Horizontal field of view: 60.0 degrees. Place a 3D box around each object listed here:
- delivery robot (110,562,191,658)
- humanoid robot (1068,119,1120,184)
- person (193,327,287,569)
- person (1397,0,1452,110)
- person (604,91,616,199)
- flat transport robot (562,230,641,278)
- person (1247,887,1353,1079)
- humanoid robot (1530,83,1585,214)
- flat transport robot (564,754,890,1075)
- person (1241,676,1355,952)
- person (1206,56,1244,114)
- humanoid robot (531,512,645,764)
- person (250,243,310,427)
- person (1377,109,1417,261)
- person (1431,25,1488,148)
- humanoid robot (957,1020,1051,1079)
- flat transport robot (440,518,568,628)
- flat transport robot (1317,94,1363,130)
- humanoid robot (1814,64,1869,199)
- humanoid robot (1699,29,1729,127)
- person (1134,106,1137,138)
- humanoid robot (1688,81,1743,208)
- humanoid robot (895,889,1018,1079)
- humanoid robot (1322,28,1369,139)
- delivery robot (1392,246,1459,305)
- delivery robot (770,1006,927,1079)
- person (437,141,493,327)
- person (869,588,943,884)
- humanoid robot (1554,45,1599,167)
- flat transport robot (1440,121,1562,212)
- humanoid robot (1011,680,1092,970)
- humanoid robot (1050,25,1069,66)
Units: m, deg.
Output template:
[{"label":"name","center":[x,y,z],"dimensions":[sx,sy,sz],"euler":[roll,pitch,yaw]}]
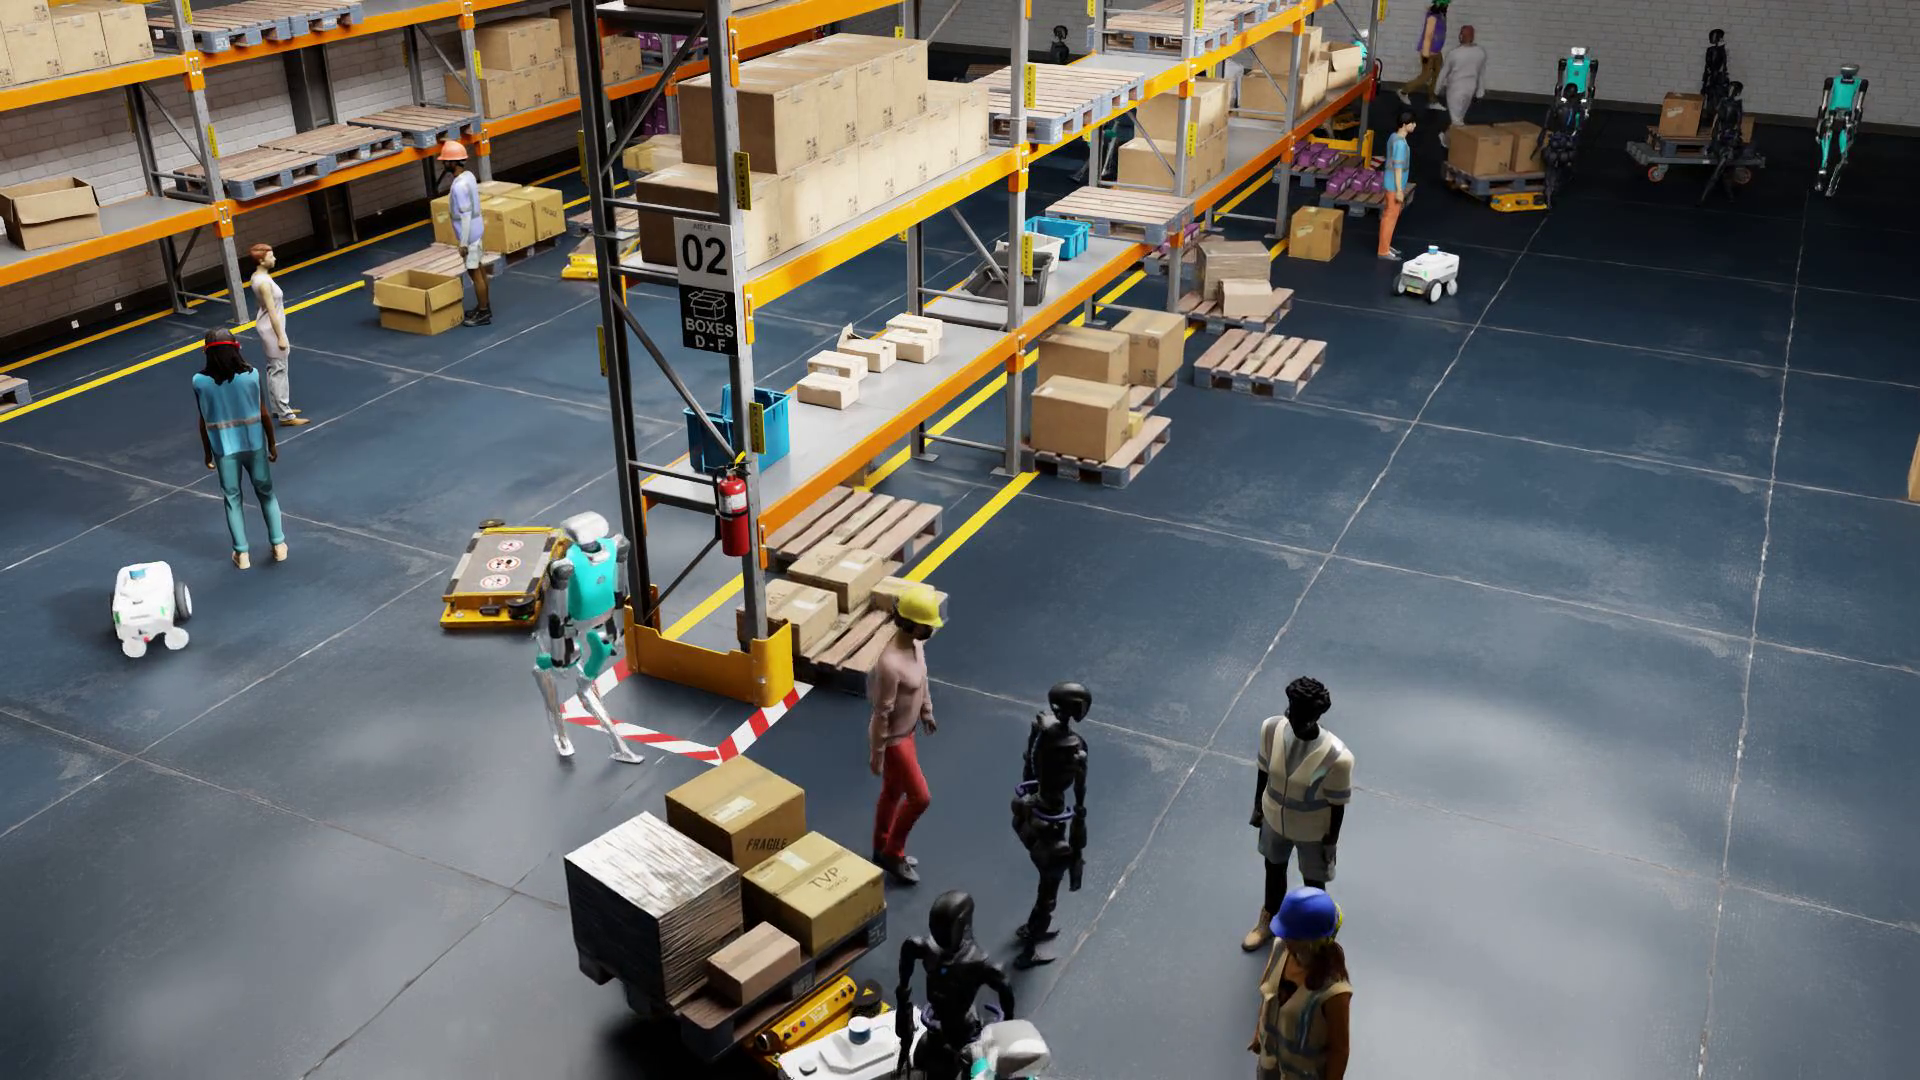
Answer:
[{"label":"delivery robot","center":[-5.657,0.436,11.549],"dimensions":[0.501,0.572,0.743],"euler":[-10,28,-18]},{"label":"humanoid robot","center":[1.852,-5.691,22.636],"dimensions":[0.564,1.734,1.055],"euler":[21,33,36]},{"label":"person","center":[-5.351,-0.675,12.355],"dimensions":[0.508,1.862,0.394],"euler":[-14,29,-25]},{"label":"person","center":[7.603,-7.952,27.007],"dimensions":[0.741,1.900,0.580],"euler":[16,31,29]},{"label":"person","center":[-4.599,-5.110,21.317],"dimensions":[0.379,1.848,0.568],"euler":[-5,27,-9]},{"label":"flat transport robot","center":[-4.167,-3.376,19.597],"dimensions":[0.659,0.231,1.431],"euler":[2,26,5]},{"label":"person","center":[1.351,2.138,6.757],"dimensions":[0.320,1.776,0.478],"euler":[-14,29,-25]},{"label":"humanoid robot","center":[7.689,-5.066,21.456],"dimensions":[0.595,1.642,0.615],"euler":[-3,27,-7]},{"label":"flat transport robot","center":[-1.091,2.186,8.361],"dimensions":[1.431,0.231,0.659],"euler":[21,33,36]},{"label":"person","center":[1.686,1.413,8.323],"dimensions":[0.534,1.692,0.320],"euler":[23,34,38]},{"label":"person","center":[3.804,-6.355,23.997],"dimensions":[0.558,1.709,0.811],"euler":[1,26,1]},{"label":"humanoid robot","center":[-2.340,0.574,9.979],"dimensions":[0.866,1.754,0.541],"euler":[21,33,36]},{"label":"person","center":[-6.158,-1.845,14.933],"dimensions":[0.269,1.659,0.461],"euler":[-15,30,-28]},{"label":"person","center":[5.118,-4.159,19.502],"dimensions":[0.335,1.759,0.495],"euler":[3,27,7]},{"label":"person","center":[7.207,-6.511,24.140],"dimensions":[0.655,1.844,1.029],"euler":[-8,27,-15]},{"label":"humanoid robot","center":[0.354,2.505,6.149],"dimensions":[0.705,1.873,0.560],"euler":[-13,29,-25]},{"label":"flat transport robot","center":[-3.354,0.235,12.304],"dimensions":[0.659,0.231,1.431],"euler":[-1,26,-2]},{"label":"flat transport robot","center":[5.590,-6.718,26.348],"dimensions":[1.431,0.231,0.659],"euler":[21,33,36]},{"label":"humanoid robot","center":[11.578,-5.327,21.938],"dimensions":[0.537,1.770,1.034],"euler":[9,28,18]},{"label":"humanoid robot","center":[11.390,-6.833,25.001],"dimensions":[0.463,1.629,0.623],"euler":[-2,26,-4]},{"label":"person","center":[2.717,-6.556,24.262],"dimensions":[0.365,1.831,0.514],"euler":[0,26,1]},{"label":"humanoid robot","center":[9.940,-5.144,21.627],"dimensions":[0.780,1.621,0.601],"euler":[-2,26,-5]},{"label":"humanoid robot","center":[-0.006,2.133,6.879],"dimensions":[0.590,1.650,0.335],"euler":[12,29,23]},{"label":"humanoid robot","center":[5.582,-6.635,24.578],"dimensions":[0.786,1.824,0.534],"euler":[14,30,27]},{"label":"delivery robot","center":[5.196,-2.957,18.413],"dimensions":[0.752,0.580,0.514],"euler":[-23,35,-39]},{"label":"delivery robot","center":[-0.460,2.427,7.549],"dimensions":[0.789,0.590,0.499],"euler":[-14,30,-27]},{"label":"person","center":[-5.152,-3.190,17.341],"dimensions":[0.365,1.939,0.542],"euler":[-3,26,-5]},{"label":"person","center":[-0.292,1.051,8.994],"dimensions":[0.472,1.740,0.561],"euler":[7,27,13]},{"label":"humanoid robot","center":[8.652,-6.115,23.466],"dimensions":[0.540,1.762,0.757],"euler":[11,28,21]},{"label":"flat transport robot","center":[7.161,-4.642,22.155],"dimensions":[0.659,0.231,1.431],"euler":[-6,27,-12]},{"label":"humanoid robot","center":[0.437,1.424,8.320],"dimensions":[0.396,1.634,0.609],"euler":[-12,29,-23]},{"label":"humanoid robot","center":[1.536,-6.982,25.290],"dimensions":[0.339,1.654,0.604],"euler":[5,27,9]}]
